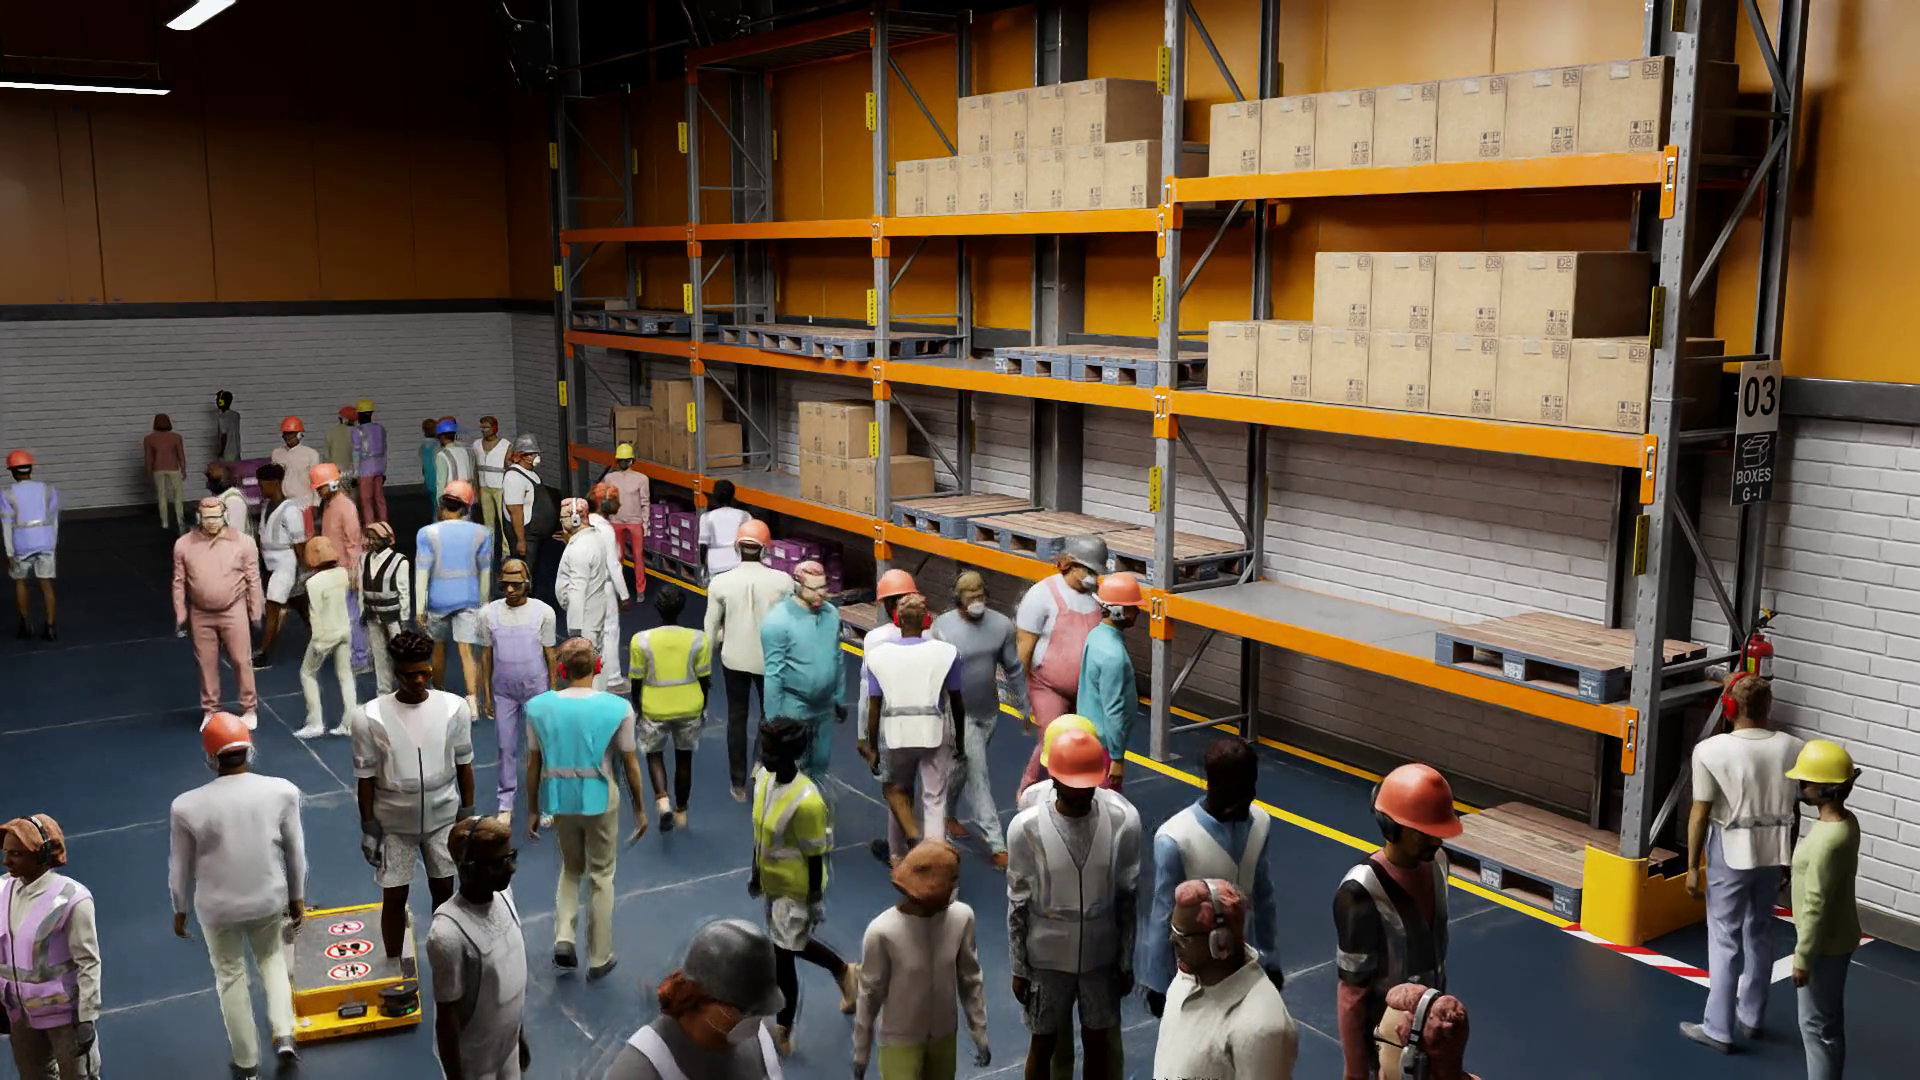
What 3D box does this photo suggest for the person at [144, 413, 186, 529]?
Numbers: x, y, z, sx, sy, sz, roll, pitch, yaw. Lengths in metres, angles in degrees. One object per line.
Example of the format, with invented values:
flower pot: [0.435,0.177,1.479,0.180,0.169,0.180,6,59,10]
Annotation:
person: [-11.114,-0.962,23.271,0.522,1.632,0.288,-4,10,-22]

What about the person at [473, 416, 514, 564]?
person: [-5.782,-0.631,20.690,0.565,1.845,0.384,4,10,20]

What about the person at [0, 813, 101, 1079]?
person: [-3.611,1.874,6.590,0.514,1.642,0.310,3,10,20]

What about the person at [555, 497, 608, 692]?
person: [-3.031,0.600,13.318,0.399,1.900,0.644,0,10,0]

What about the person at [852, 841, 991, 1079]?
person: [-0.143,1.935,6.394,0.535,1.600,0.599,-7,12,-34]

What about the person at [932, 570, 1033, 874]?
person: [0.093,1.096,10.515,0.700,1.874,1.069,-6,11,-30]

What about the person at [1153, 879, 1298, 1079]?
person: [0.791,1.979,5.240,0.399,1.893,0.656,-3,10,-15]

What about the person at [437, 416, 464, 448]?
person: [-6.157,-0.570,20.247,0.358,1.876,0.589,-2,10,-13]

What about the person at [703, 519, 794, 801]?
person: [-1.479,0.841,11.677,0.719,1.971,0.447,-1,10,-4]

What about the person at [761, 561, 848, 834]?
person: [-0.984,1.057,10.698,0.420,1.885,0.665,8,13,41]

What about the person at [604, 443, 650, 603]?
person: [-3.667,-0.184,18.298,0.525,1.772,0.305,1,10,4]

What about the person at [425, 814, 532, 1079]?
person: [-1.716,1.876,6.017,0.353,1.842,0.509,2,10,10]

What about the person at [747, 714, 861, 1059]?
person: [-0.737,1.618,7.959,0.682,1.676,0.541,-6,11,-30]

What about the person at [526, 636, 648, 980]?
person: [-1.962,1.415,8.752,0.599,1.821,0.454,1,10,6]

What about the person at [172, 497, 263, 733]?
person: [-5.933,0.600,13.329,0.664,1.906,0.405,-2,10,-12]

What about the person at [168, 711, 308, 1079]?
person: [-3.330,1.640,7.677,0.568,1.733,0.365,-8,12,-38]

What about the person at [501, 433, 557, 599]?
person: [-4.369,-0.086,16.925,0.535,2.000,0.681,0,10,-2]

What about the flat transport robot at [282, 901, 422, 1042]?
flat transport robot: [-3.202,2.199,8.696,0.652,0.197,1.431,-4,10,-21]

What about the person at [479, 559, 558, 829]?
person: [-2.920,1.020,11.049,0.502,1.837,0.350,0,10,-2]

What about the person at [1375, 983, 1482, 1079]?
person: [1.200,2.104,4.463,0.409,1.909,0.641,5,11,29]

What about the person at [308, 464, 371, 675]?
person: [-5.637,0.270,15.108,0.472,1.948,0.663,-8,12,-39]

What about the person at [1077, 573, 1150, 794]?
person: [0.890,1.170,9.738,0.411,1.986,0.606,-1,10,-5]

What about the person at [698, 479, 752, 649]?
person: [-2.235,0.252,15.971,0.546,1.682,0.355,-2,10,-14]

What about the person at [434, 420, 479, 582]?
person: [-5.911,-0.433,19.347,0.599,1.905,0.683,3,10,16]

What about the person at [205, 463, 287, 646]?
person: [-7.052,0.143,16.221,0.741,1.825,0.645,-7,12,-35]

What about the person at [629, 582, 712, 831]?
person: [-1.886,1.115,10.900,0.538,1.681,0.436,-2,10,-13]

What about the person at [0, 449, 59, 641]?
person: [-9.239,0.051,16.531,0.554,1.903,0.734,-9,13,-42]

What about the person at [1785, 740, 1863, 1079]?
person: [3.671,1.721,7.139,0.339,1.762,0.526,7,12,35]

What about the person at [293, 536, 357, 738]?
person: [-5.042,0.770,13.151,0.567,1.612,0.509,3,10,19]

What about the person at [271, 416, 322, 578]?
person: [-7.586,-0.417,19.000,0.623,1.995,0.387,1,10,8]

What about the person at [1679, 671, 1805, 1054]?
person: [3.749,1.546,7.978,0.559,1.832,0.449,-2,10,-9]

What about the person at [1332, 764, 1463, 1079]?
person: [1.596,1.781,6.016,0.612,2.029,0.407,-9,13,-43]

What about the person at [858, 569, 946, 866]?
person: [-0.300,1.148,10.135,0.602,1.895,0.805,-6,11,-29]

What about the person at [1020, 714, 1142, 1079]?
person: [0.481,1.660,7.041,0.586,1.919,0.403,7,12,35]

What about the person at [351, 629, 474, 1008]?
person: [-2.750,1.404,8.438,0.598,1.958,0.373,-6,11,-30]

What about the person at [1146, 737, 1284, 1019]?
person: [1.044,1.715,6.748,0.608,1.899,0.481,-8,13,-40]

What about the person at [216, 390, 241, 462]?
person: [-10.655,-1.245,24.226,0.329,1.873,0.512,1,10,5]

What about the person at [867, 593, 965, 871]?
person: [-0.264,1.220,9.984,0.576,1.814,0.853,1,10,7]

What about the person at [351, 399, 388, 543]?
person: [-7.877,-0.916,22.167,0.384,1.920,0.587,4,11,24]

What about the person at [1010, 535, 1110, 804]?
person: [0.710,0.922,11.004,0.764,2.000,0.544,-6,11,-30]

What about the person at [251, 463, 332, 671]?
person: [-6.318,0.231,15.479,0.979,1.915,0.610,-8,13,-40]

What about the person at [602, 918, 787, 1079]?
person: [-0.764,1.979,4.801,1.019,2.000,0.728,6,11,29]

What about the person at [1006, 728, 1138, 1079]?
person: [0.466,1.697,6.799,0.543,1.929,0.386,-2,10,-10]

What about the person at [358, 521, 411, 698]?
person: [-4.764,0.651,13.796,0.515,1.631,0.312,4,11,23]

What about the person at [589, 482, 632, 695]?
person: [-3.059,0.424,14.412,0.424,1.878,0.589,-5,11,-27]

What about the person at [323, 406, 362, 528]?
person: [-8.687,-1.015,23.318,0.700,1.728,0.475,2,10,10]

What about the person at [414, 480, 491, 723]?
person: [-4.171,0.505,13.698,0.652,1.979,1.034,-5,11,-29]
